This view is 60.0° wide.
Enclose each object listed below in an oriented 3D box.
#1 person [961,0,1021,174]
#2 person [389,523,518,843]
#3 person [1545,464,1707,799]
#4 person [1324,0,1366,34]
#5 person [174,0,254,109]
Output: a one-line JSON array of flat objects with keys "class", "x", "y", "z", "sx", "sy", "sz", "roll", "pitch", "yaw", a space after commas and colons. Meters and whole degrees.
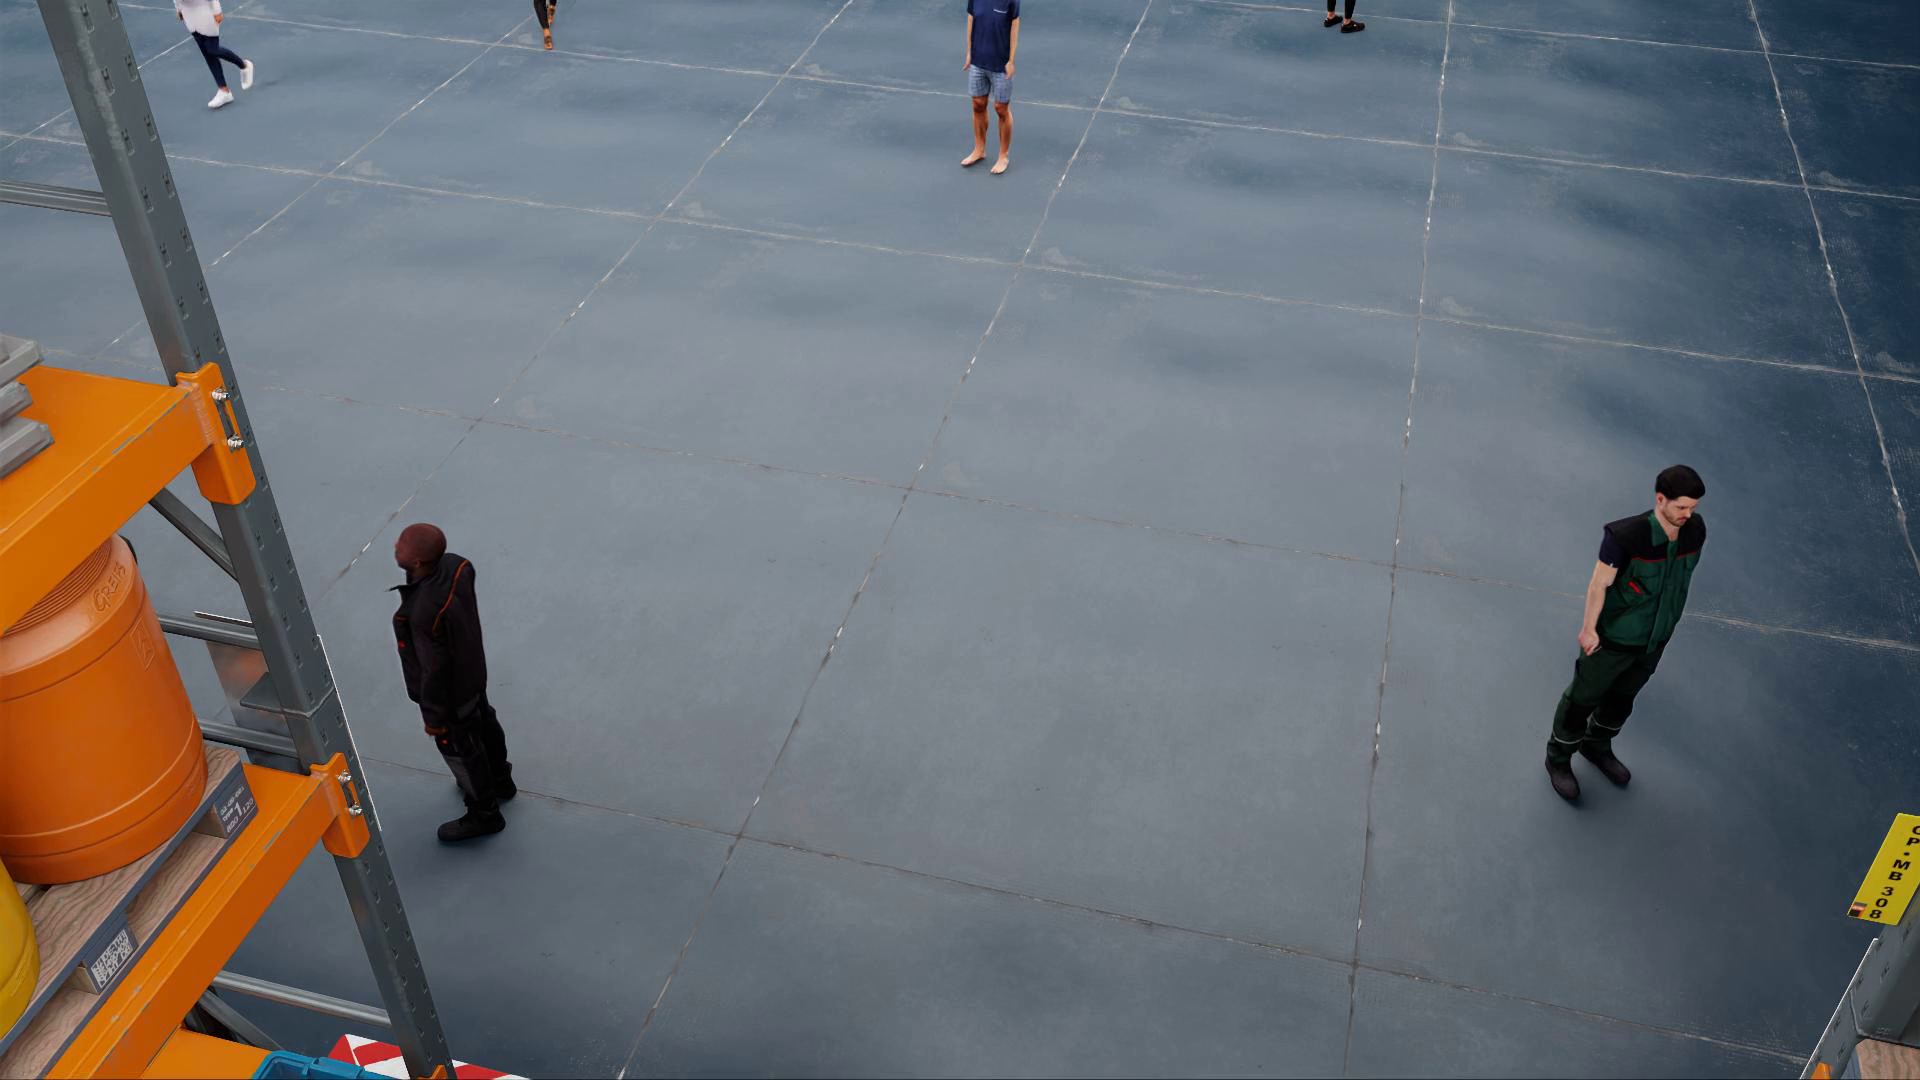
[{"class": "person", "x": 0.262, "y": -3.938, "z": 13.604, "sx": 0.676, "sy": 1.850, "sz": 0.648, "roll": 20, "pitch": 42, "yaw": 24}, {"class": "person", "x": -2.361, "y": 0.642, "z": 7.769, "sx": 0.807, "sy": 1.825, "sz": 0.623, "roll": 1, "pitch": 38, "yaw": 2}, {"class": "person", "x": 3.206, "y": 0.420, "z": 7.992, "sx": 0.764, "sy": 1.902, "sz": 0.777, "roll": -12, "pitch": 40, "yaw": -15}, {"class": "person", "x": 3.795, "y": -5.800, "z": 16.096, "sx": 0.707, "sy": 1.713, "sz": 0.675, "roll": -26, "pitch": 45, "yaw": -29}, {"class": "person", "x": -6.659, "y": -4.733, "z": 14.688, "sx": 0.682, "sy": 1.766, "sz": 0.816, "roll": 16, "pitch": 41, "yaw": 19}]
